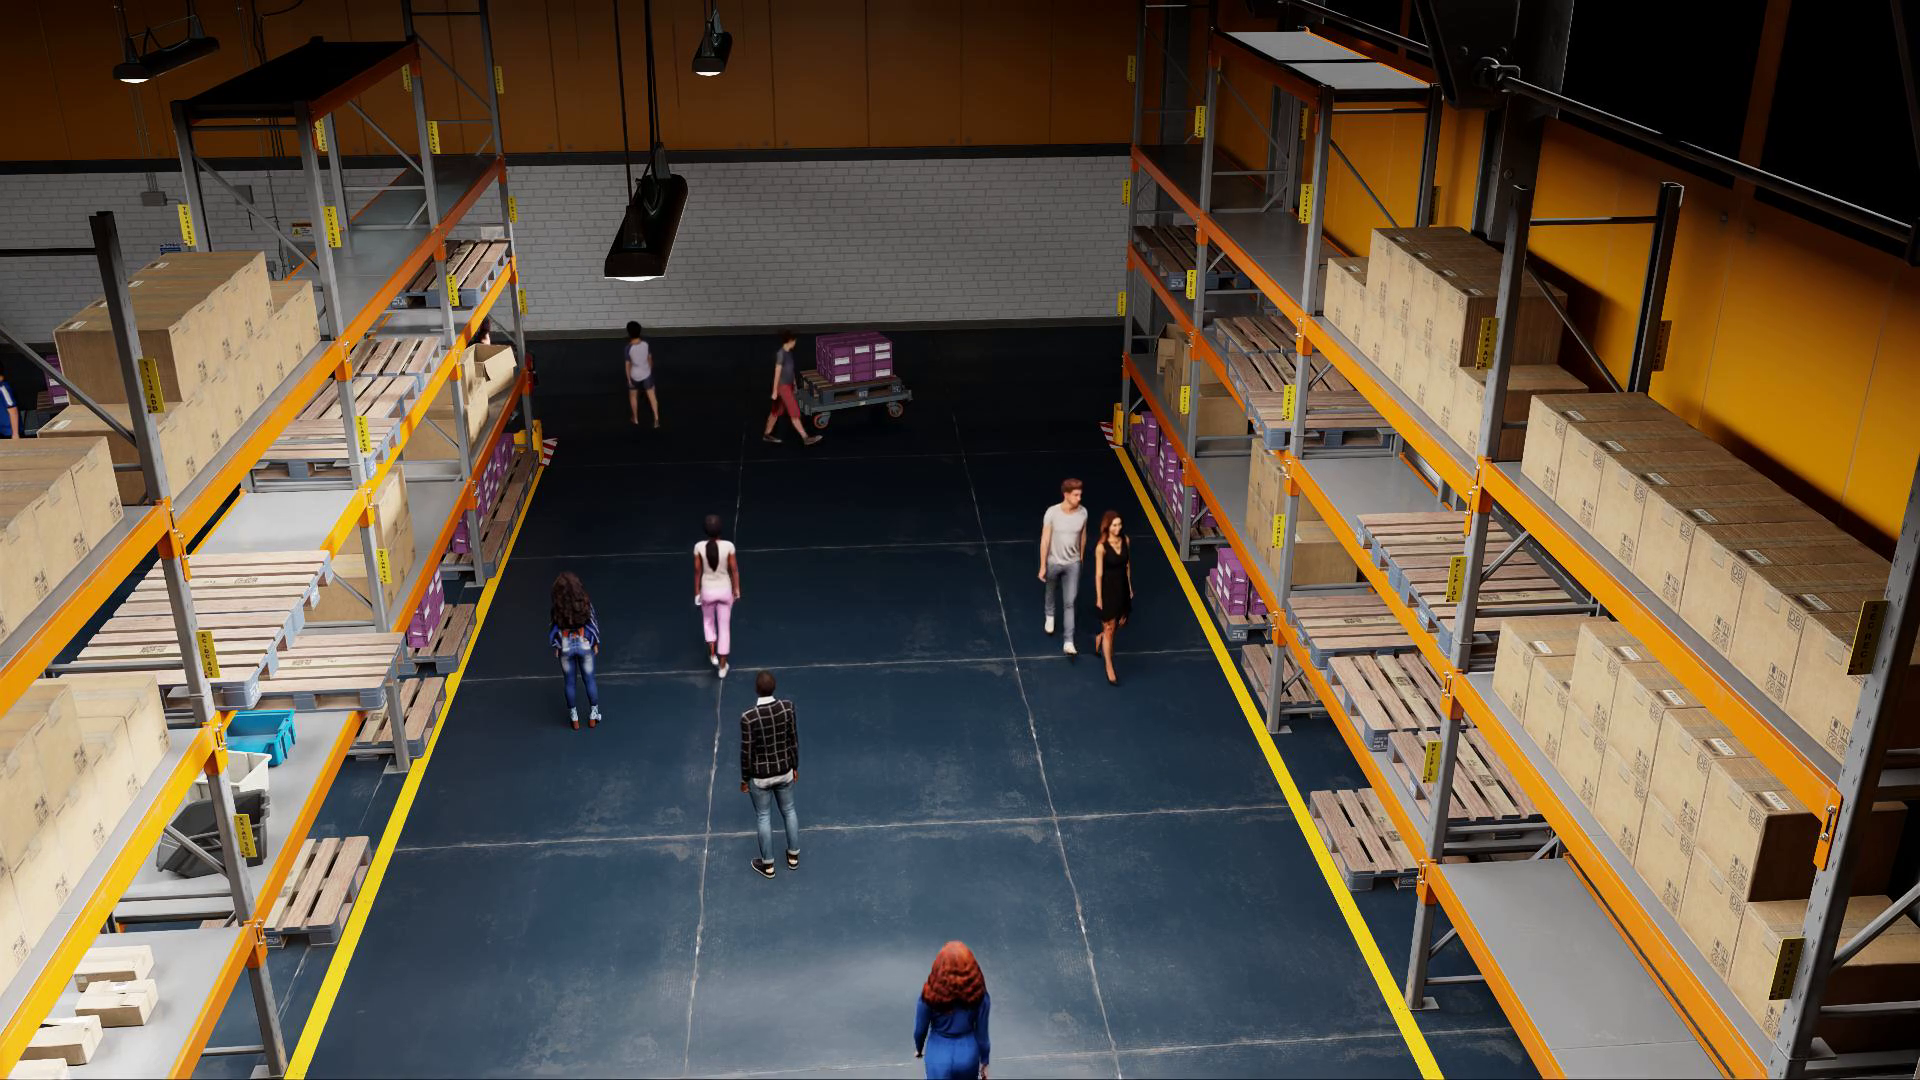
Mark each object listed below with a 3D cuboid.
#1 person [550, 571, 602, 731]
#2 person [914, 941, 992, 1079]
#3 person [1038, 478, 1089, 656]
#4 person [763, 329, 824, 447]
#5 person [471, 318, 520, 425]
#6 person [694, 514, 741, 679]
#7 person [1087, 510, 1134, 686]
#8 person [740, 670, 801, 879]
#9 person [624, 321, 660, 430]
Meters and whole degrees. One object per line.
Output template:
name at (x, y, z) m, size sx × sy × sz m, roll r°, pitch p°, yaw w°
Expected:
person at (-3.613, 1.019, 15.650) m, size 0.605 × 1.626 × 0.545 m, roll -3°, pitch 24°, yaw -7°
person at (-0.053, 3.325, 10.190) m, size 0.633 × 1.773 × 1.110 m, roll -3°, pitch 24°, yaw -7°
person at (1.035, 0.212, 17.240) m, size 0.695 × 1.830 × 1.216 m, roll -2°, pitch 24°, yaw -4°
person at (-2.484, -2.058, 22.723) m, size 0.929 × 1.599 × 1.137 m, roll 6°, pitch 24°, yaw 14°
person at (-6.485, -2.268, 23.017) m, size 0.734 × 1.747 × 0.804 m, roll -4°, pitch 24°, yaw -10°
person at (-2.426, 0.582, 16.524) m, size 0.594 × 1.727 × 0.631 m, roll -1°, pitch 24°, yaw -2°
person at (1.483, 0.532, 16.510) m, size 0.824 × 1.829 × 0.923 m, roll -16°, pitch 29°, yaw -33°
person at (-1.525, 1.880, 13.438) m, size 0.734 × 1.820 × 0.702 m, roll -12°, pitch 26°, yaw -25°
person at (-4.465, -2.311, 23.367) m, size 0.758 × 1.546 × 0.989 m, roll -11°, pitch 26°, yaw -24°
